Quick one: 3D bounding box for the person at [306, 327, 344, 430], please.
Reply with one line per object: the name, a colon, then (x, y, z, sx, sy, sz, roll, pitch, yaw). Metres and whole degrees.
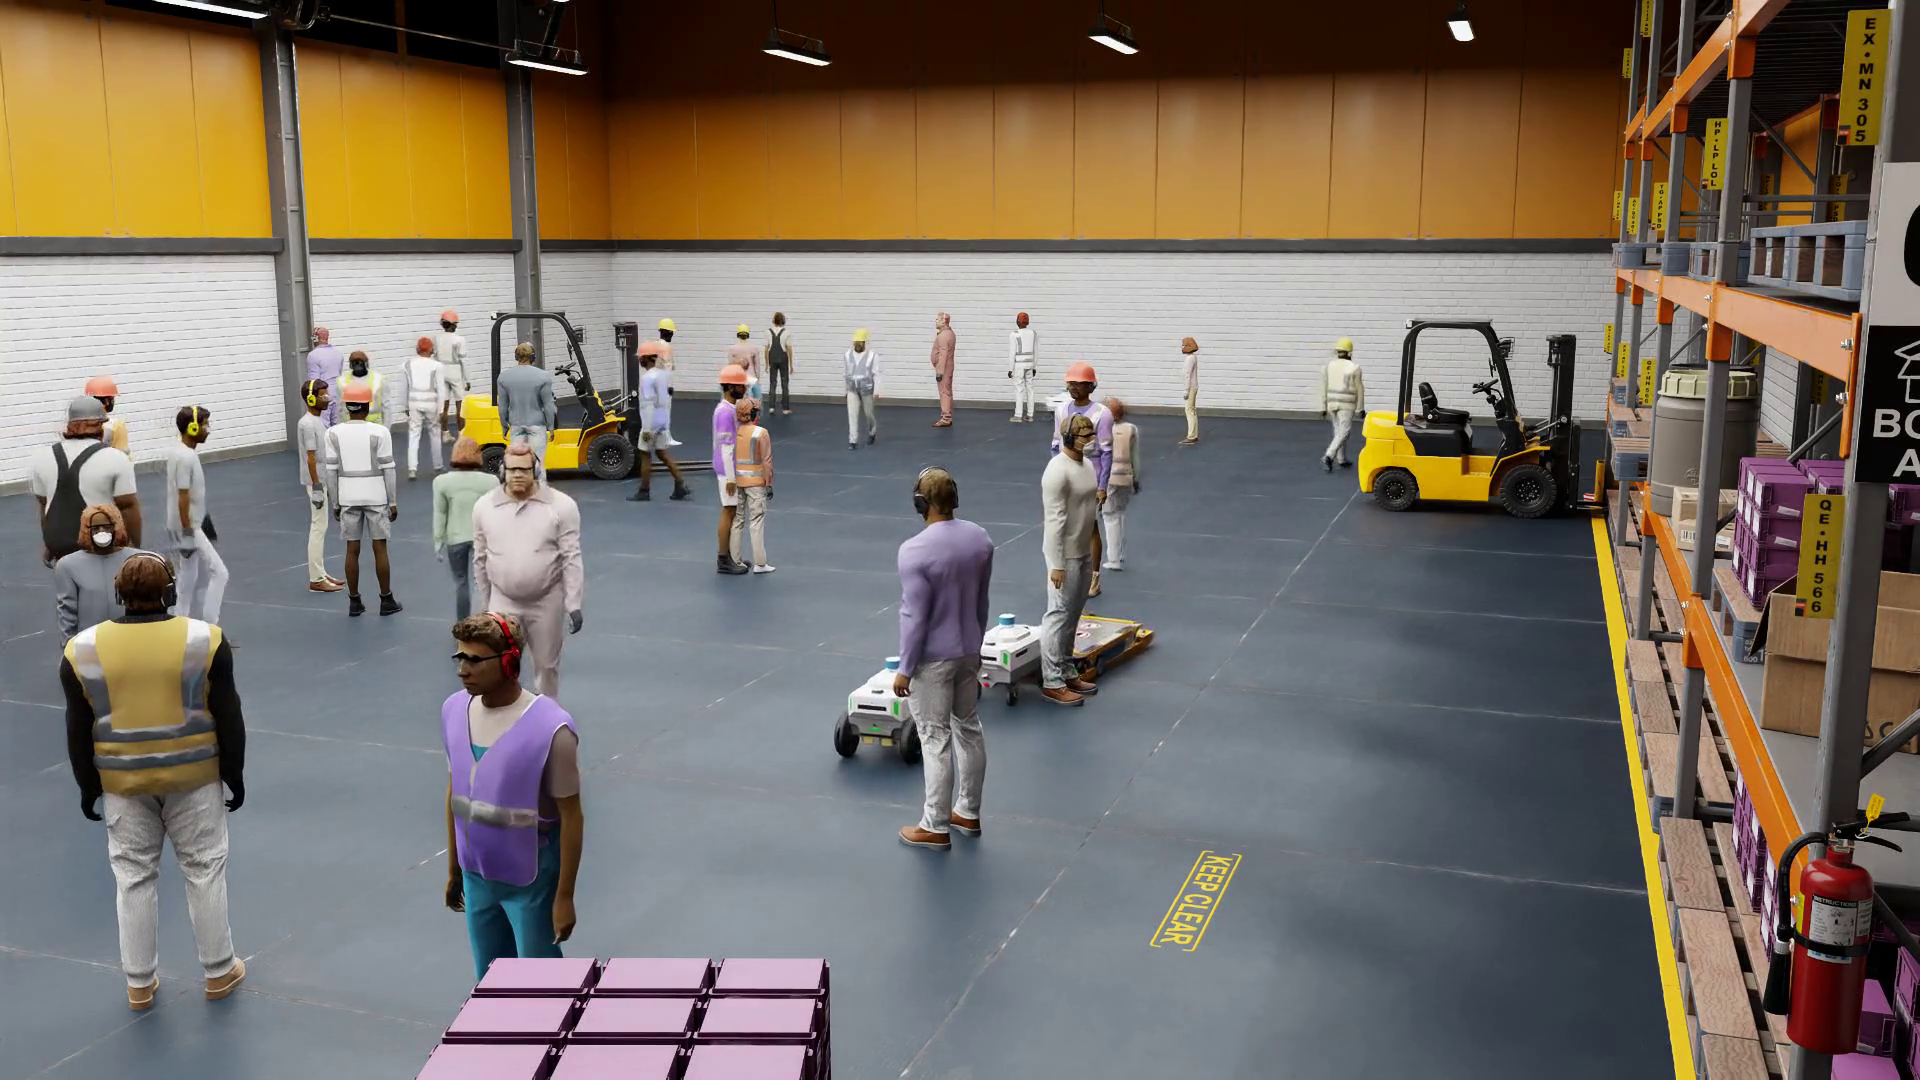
person: (-8.802, -1.992, 23.016, 0.408, 1.908, 0.643, 3, 11, 17)

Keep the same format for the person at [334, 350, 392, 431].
person: (-7.009, -1.335, 19.587, 0.624, 1.821, 0.797, -2, 10, -13)

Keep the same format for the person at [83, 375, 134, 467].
person: (-7.236, -0.429, 14.125, 0.550, 1.935, 0.376, 2, 10, 13)

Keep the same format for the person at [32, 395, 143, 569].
person: (-6.005, -0.038, 11.635, 0.718, 2.000, 0.902, 1, 10, 7)

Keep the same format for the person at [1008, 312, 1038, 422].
person: (1.077, -2.957, 28.522, 0.575, 1.883, 0.355, -6, 12, -32)

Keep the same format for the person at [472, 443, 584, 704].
person: (-2.516, 0.387, 9.684, 0.653, 1.883, 0.739, -1, 10, -7)

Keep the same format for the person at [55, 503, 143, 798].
person: (-4.687, 0.599, 9.194, 0.500, 1.633, 0.280, -7, 12, -33)

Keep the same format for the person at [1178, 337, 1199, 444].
person: (3.513, -2.287, 25.474, 0.279, 1.624, 0.494, 2, 10, 14)

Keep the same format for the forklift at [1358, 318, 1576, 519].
forklift: (5.787, -1.437, 19.079, 2.313, 2.155, 1.214, 3, 11, 19)

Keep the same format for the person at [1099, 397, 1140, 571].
person: (1.410, -0.535, 15.612, 0.539, 1.615, 0.565, -5, 11, -24)

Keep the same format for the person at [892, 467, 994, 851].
person: (-0.092, 0.595, 8.372, 0.371, 1.935, 0.627, 9, 13, 41)

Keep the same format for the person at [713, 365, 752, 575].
person: (-2.104, -0.647, 15.417, 0.373, 1.930, 0.615, -1, 10, -6)

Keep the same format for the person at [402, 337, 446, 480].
person: (-6.996, -1.716, 21.669, 0.605, 1.846, 0.929, 0, 10, -2)

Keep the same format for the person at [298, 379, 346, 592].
person: (-5.616, -0.480, 14.603, 0.313, 1.869, 0.538, -3, 10, -16)

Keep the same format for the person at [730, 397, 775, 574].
person: (-1.957, -0.502, 15.376, 0.524, 1.639, 0.308, 5, 11, 26)

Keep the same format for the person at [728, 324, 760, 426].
person: (-3.472, -2.587, 26.764, 0.525, 1.769, 0.313, -3, 10, -16)

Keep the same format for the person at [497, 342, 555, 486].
person: (-4.927, -1.286, 18.951, 0.635, 1.937, 0.353, 0, 10, 2)

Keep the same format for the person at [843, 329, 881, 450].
person: (-1.459, -2.271, 24.905, 0.603, 1.799, 0.881, 2, 10, 13)

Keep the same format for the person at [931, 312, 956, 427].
person: (-0.289, -2.851, 27.843, 0.407, 1.913, 0.641, 2, 10, 10)

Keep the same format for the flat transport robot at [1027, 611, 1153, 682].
flat transport robot: (0.850, 0.762, 12.112, 0.652, 0.197, 1.431, 5, 11, 27)

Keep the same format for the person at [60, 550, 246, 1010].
person: (-3.177, 0.950, 6.628, 0.634, 1.842, 0.429, -3, 11, -18)

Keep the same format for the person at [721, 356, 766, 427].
person: (-2.773, -1.556, 21.369, 0.534, 1.618, 0.604, 3, 10, 16)

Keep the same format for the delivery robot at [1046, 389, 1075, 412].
delivery robot: (1.835, -2.367, 28.670, 0.707, 0.478, 0.477, 2, 10, 10)

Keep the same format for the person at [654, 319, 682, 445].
person: (-4.466, -2.393, 25.248, 0.382, 1.917, 0.585, -5, 11, -26)

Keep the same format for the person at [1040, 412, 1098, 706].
person: (0.735, 0.114, 11.062, 0.356, 1.938, 0.633, 4, 11, 24)

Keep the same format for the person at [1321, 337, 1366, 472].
person: (5.080, -1.806, 22.276, 0.822, 1.804, 0.594, -8, 13, -39)

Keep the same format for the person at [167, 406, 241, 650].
person: (-5.677, -0.083, 12.445, 0.620, 1.844, 0.549, -6, 12, -31)

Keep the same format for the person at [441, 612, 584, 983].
person: (-1.497, 1.131, 5.598, 0.571, 1.843, 0.373, 6, 12, 30)

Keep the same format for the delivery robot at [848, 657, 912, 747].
delivery robot: (-0.395, 0.948, 10.002, 0.477, 0.478, 0.707, 4, 11, 19)

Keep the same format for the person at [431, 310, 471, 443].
person: (-7.763, -2.486, 25.427, 0.606, 2.042, 0.398, 2, 10, 13)

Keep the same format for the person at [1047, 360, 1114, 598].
person: (1.028, -0.522, 14.339, 0.609, 2.048, 0.367, 8, 13, 38)

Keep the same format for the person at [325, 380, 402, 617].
person: (-4.871, -0.335, 13.598, 0.542, 1.938, 0.357, -1, 10, -4)

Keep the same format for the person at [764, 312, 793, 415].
person: (-3.238, -3.129, 29.706, 0.526, 1.852, 0.502, 2, 10, 9)

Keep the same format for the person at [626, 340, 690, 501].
person: (-3.601, -1.393, 19.673, 0.625, 1.947, 0.558, 2, 10, 12)

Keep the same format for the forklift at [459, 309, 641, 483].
forklift: (-5.354, -1.902, 21.697, 2.313, 2.155, 1.214, -2, 10, -13)

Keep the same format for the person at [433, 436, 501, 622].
person: (-3.710, 0.009, 12.636, 0.529, 1.584, 0.854, -2, 10, -10)

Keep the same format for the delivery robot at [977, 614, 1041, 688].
delivery robot: (0.313, 0.743, 11.153, 0.477, 0.478, 0.707, 5, 11, 27)
